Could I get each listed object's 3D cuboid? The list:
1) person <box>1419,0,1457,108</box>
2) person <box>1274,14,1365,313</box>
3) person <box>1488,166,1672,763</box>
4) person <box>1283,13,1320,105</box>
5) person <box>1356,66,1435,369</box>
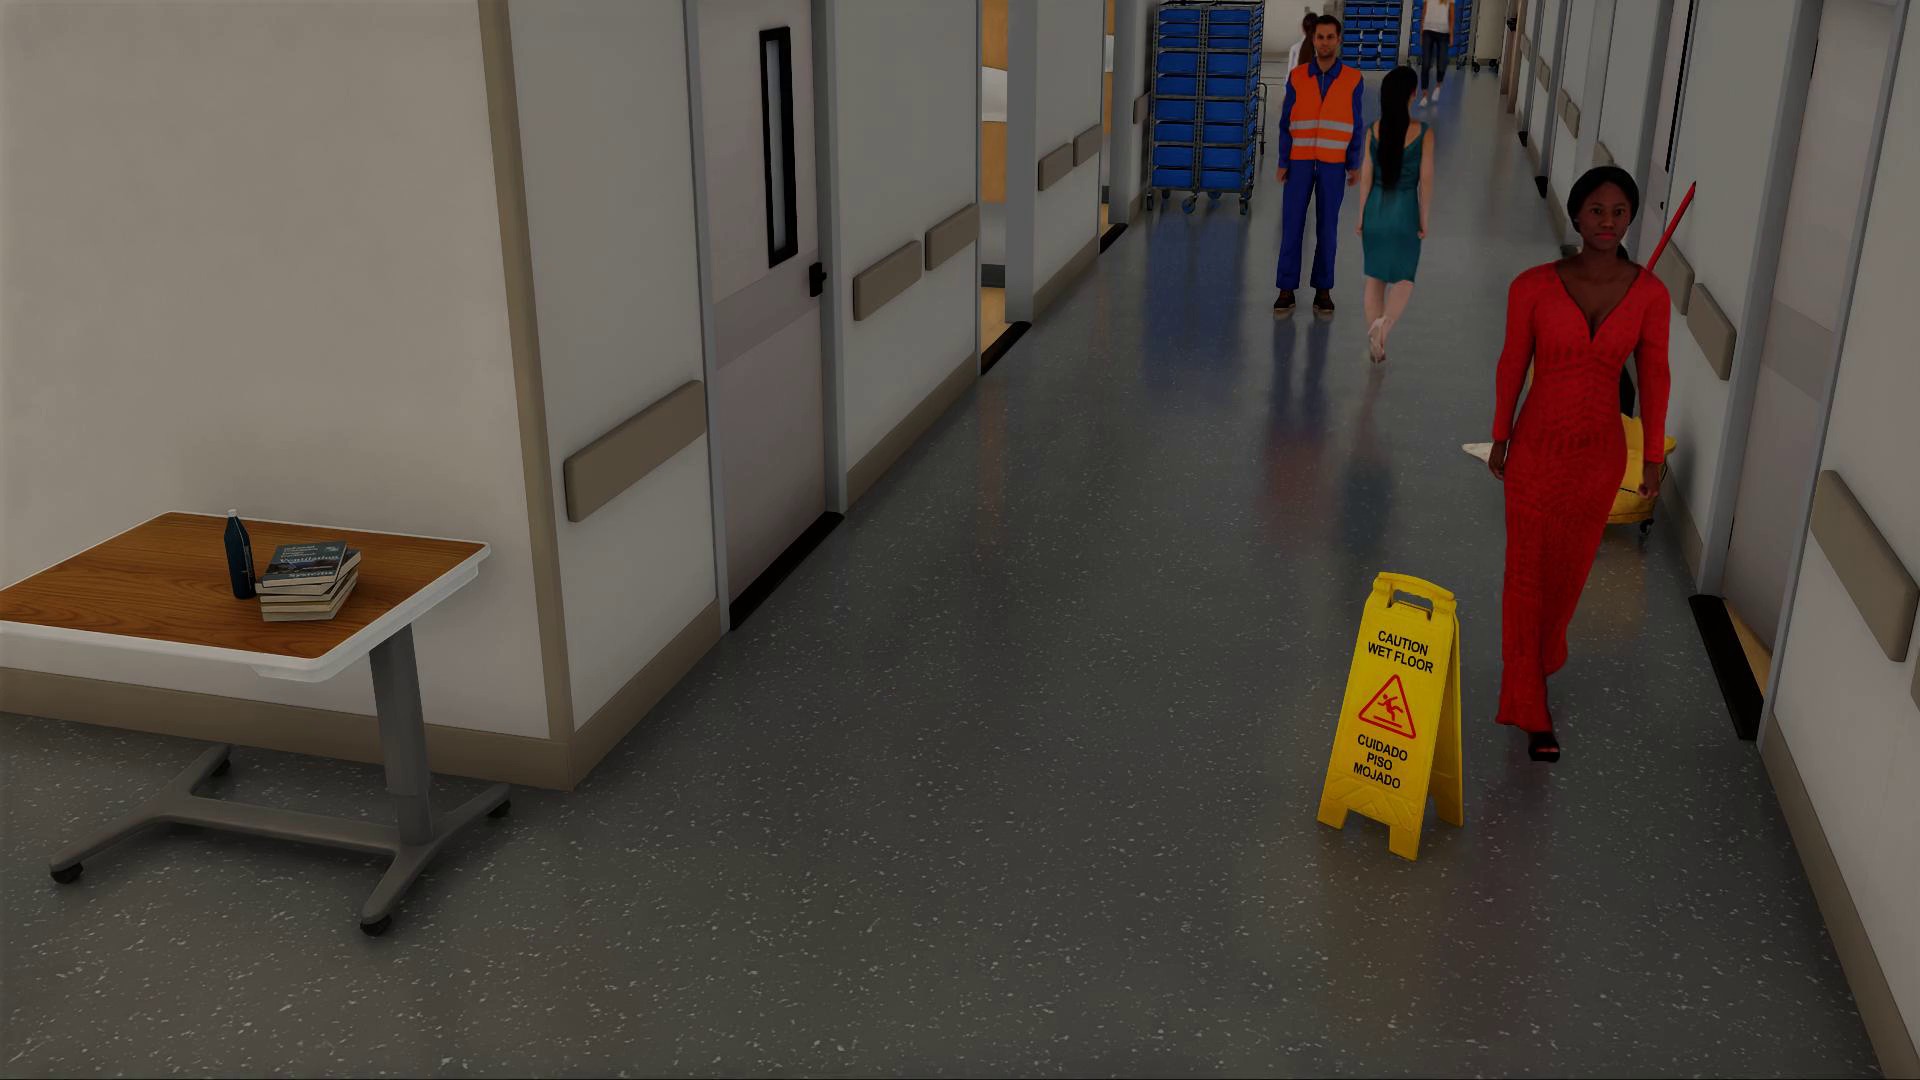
[{"bbox_3d":[6.306,-6.643,21.983,0.686,1.780,1.121,8,22,19],"label":"person"},{"bbox_3d":[2.287,-2.400,10.661,0.699,1.864,0.623,3,21,9],"label":"person"},{"bbox_3d":[1.872,-0.241,5.140,0.713,1.737,1.166,3,21,8],"label":"person"},{"bbox_3d":[3.290,-4.249,16.011,0.559,1.532,1.039,4,21,11],"label":"person"},{"bbox_3d":[2.357,-1.726,9.147,0.633,1.675,0.864,9,23,22],"label":"person"}]
